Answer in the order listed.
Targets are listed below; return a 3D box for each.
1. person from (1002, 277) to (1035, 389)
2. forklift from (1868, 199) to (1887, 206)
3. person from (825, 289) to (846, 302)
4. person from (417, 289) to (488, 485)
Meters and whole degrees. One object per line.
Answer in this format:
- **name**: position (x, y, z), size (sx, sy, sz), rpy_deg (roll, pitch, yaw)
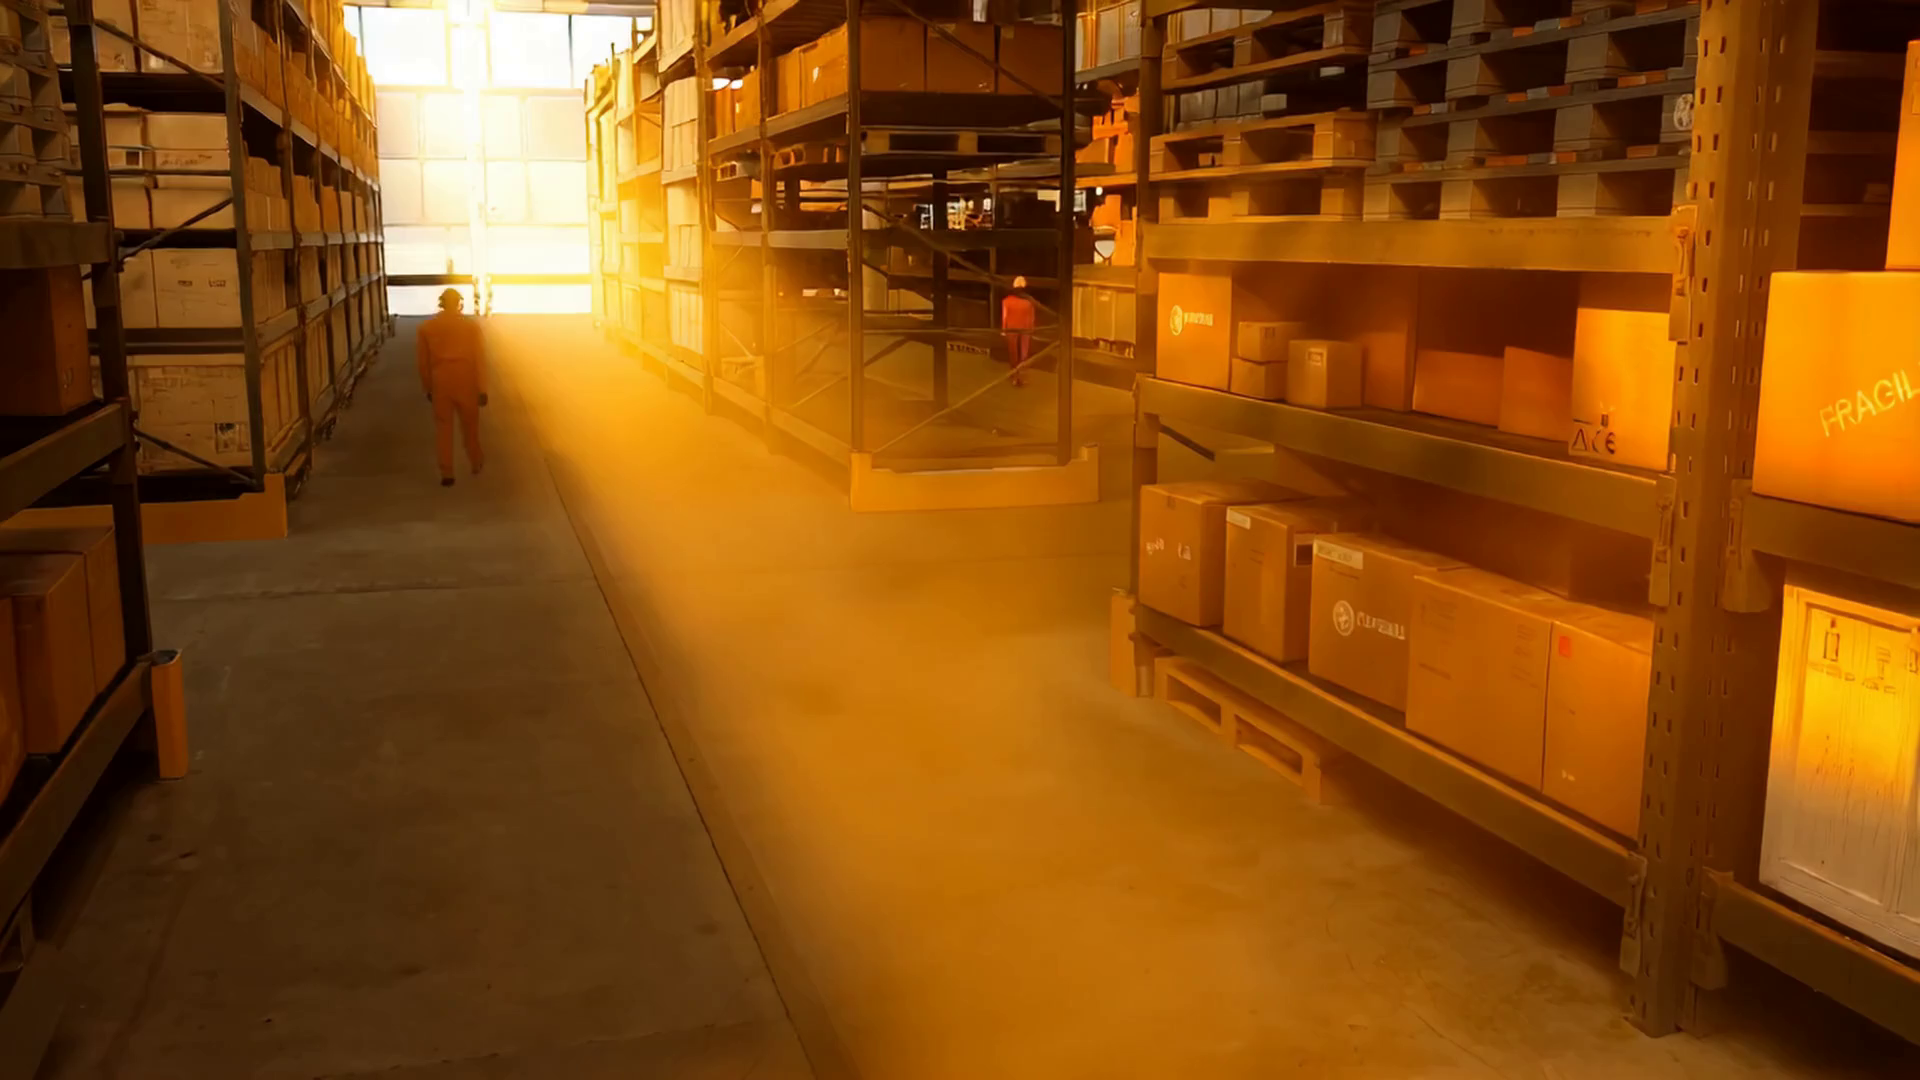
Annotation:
- **person**: position (0.913, -3.245, 26.016), size (0.523, 1.736, 0.811), rpy_deg (-1, 10, -3)
- **forklift**: position (11.338, -2.915, 21.052), size (1.129, 2.768, 1.873), rpy_deg (-3, 11, -17)
- **person**: position (-3.235, -6.602, 43.984), size (0.542, 1.879, 0.921), rpy_deg (7, 13, 34)
- **person**: position (-4.865, -1.489, 16.040), size (0.657, 1.847, 1.037), rpy_deg (-1, 10, -8)
